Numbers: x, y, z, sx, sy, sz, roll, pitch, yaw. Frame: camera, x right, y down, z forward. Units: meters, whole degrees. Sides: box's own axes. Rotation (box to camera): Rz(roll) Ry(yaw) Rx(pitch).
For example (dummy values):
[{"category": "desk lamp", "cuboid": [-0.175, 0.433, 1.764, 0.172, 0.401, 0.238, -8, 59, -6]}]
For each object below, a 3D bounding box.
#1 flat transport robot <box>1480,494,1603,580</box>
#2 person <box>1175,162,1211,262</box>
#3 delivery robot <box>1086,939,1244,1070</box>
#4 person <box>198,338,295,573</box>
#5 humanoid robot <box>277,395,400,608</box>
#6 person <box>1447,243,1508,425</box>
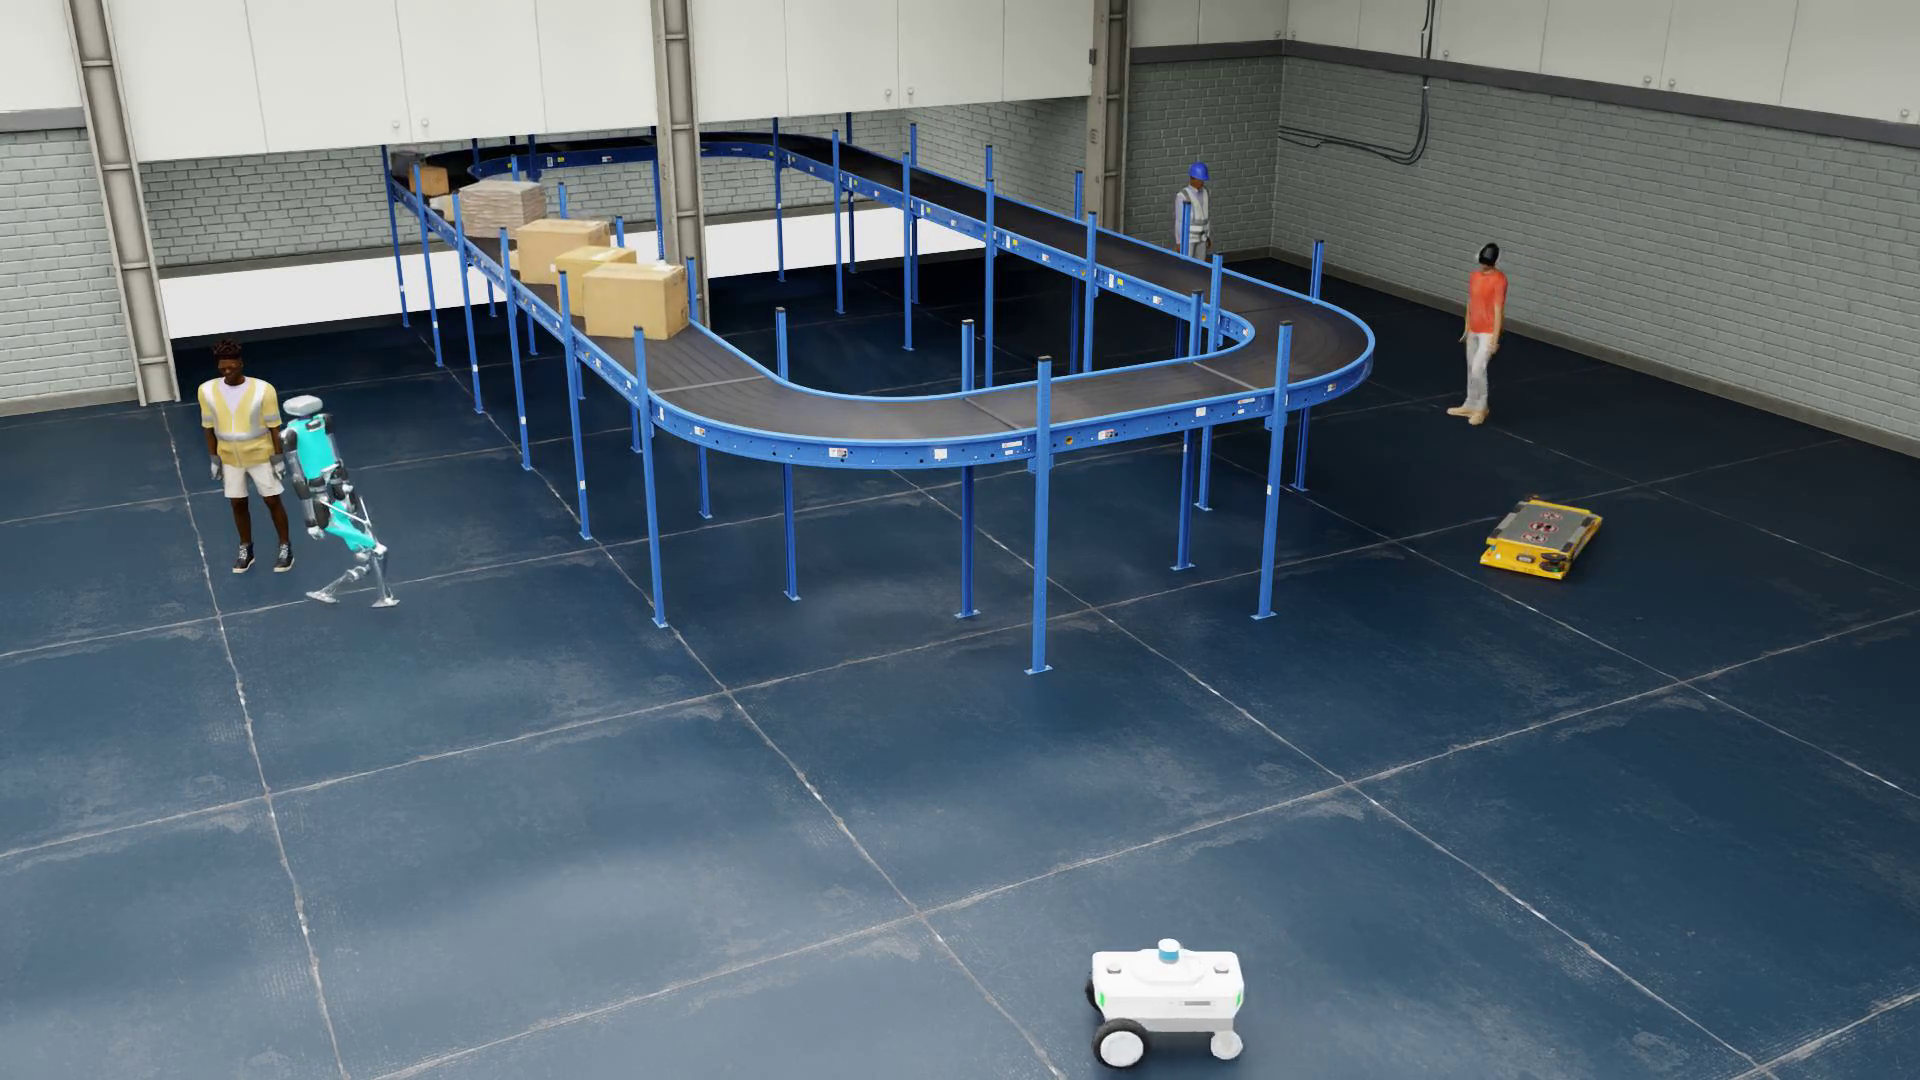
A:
[{"category": "flat transport robot", "cuboid": [4.900, -0.034, 13.959, 0.659, 0.231, 1.431, 13, 26, 30]}, {"category": "person", "cuboid": [2.967, -3.836, 21.150, 0.612, 1.933, 0.414, -19, 29, -39]}, {"category": "delivery robot", "cuboid": [0.985, 2.208, 8.041, 0.801, 0.597, 0.499, 0, 22, 0]}, {"category": "person", "cuboid": [-5.693, -0.666, 13.284, 0.598, 1.958, 0.380, -1, 22, -3]}, {"category": "humanoid robot", "cuboid": [-4.554, -0.202, 12.492, 1.047, 1.742, 0.531, 7, 23, 16]}, {"category": "person", "cuboid": [5.276, -2.086, 16.878, 0.437, 1.885, 0.643, -9, 24, -21]}]
